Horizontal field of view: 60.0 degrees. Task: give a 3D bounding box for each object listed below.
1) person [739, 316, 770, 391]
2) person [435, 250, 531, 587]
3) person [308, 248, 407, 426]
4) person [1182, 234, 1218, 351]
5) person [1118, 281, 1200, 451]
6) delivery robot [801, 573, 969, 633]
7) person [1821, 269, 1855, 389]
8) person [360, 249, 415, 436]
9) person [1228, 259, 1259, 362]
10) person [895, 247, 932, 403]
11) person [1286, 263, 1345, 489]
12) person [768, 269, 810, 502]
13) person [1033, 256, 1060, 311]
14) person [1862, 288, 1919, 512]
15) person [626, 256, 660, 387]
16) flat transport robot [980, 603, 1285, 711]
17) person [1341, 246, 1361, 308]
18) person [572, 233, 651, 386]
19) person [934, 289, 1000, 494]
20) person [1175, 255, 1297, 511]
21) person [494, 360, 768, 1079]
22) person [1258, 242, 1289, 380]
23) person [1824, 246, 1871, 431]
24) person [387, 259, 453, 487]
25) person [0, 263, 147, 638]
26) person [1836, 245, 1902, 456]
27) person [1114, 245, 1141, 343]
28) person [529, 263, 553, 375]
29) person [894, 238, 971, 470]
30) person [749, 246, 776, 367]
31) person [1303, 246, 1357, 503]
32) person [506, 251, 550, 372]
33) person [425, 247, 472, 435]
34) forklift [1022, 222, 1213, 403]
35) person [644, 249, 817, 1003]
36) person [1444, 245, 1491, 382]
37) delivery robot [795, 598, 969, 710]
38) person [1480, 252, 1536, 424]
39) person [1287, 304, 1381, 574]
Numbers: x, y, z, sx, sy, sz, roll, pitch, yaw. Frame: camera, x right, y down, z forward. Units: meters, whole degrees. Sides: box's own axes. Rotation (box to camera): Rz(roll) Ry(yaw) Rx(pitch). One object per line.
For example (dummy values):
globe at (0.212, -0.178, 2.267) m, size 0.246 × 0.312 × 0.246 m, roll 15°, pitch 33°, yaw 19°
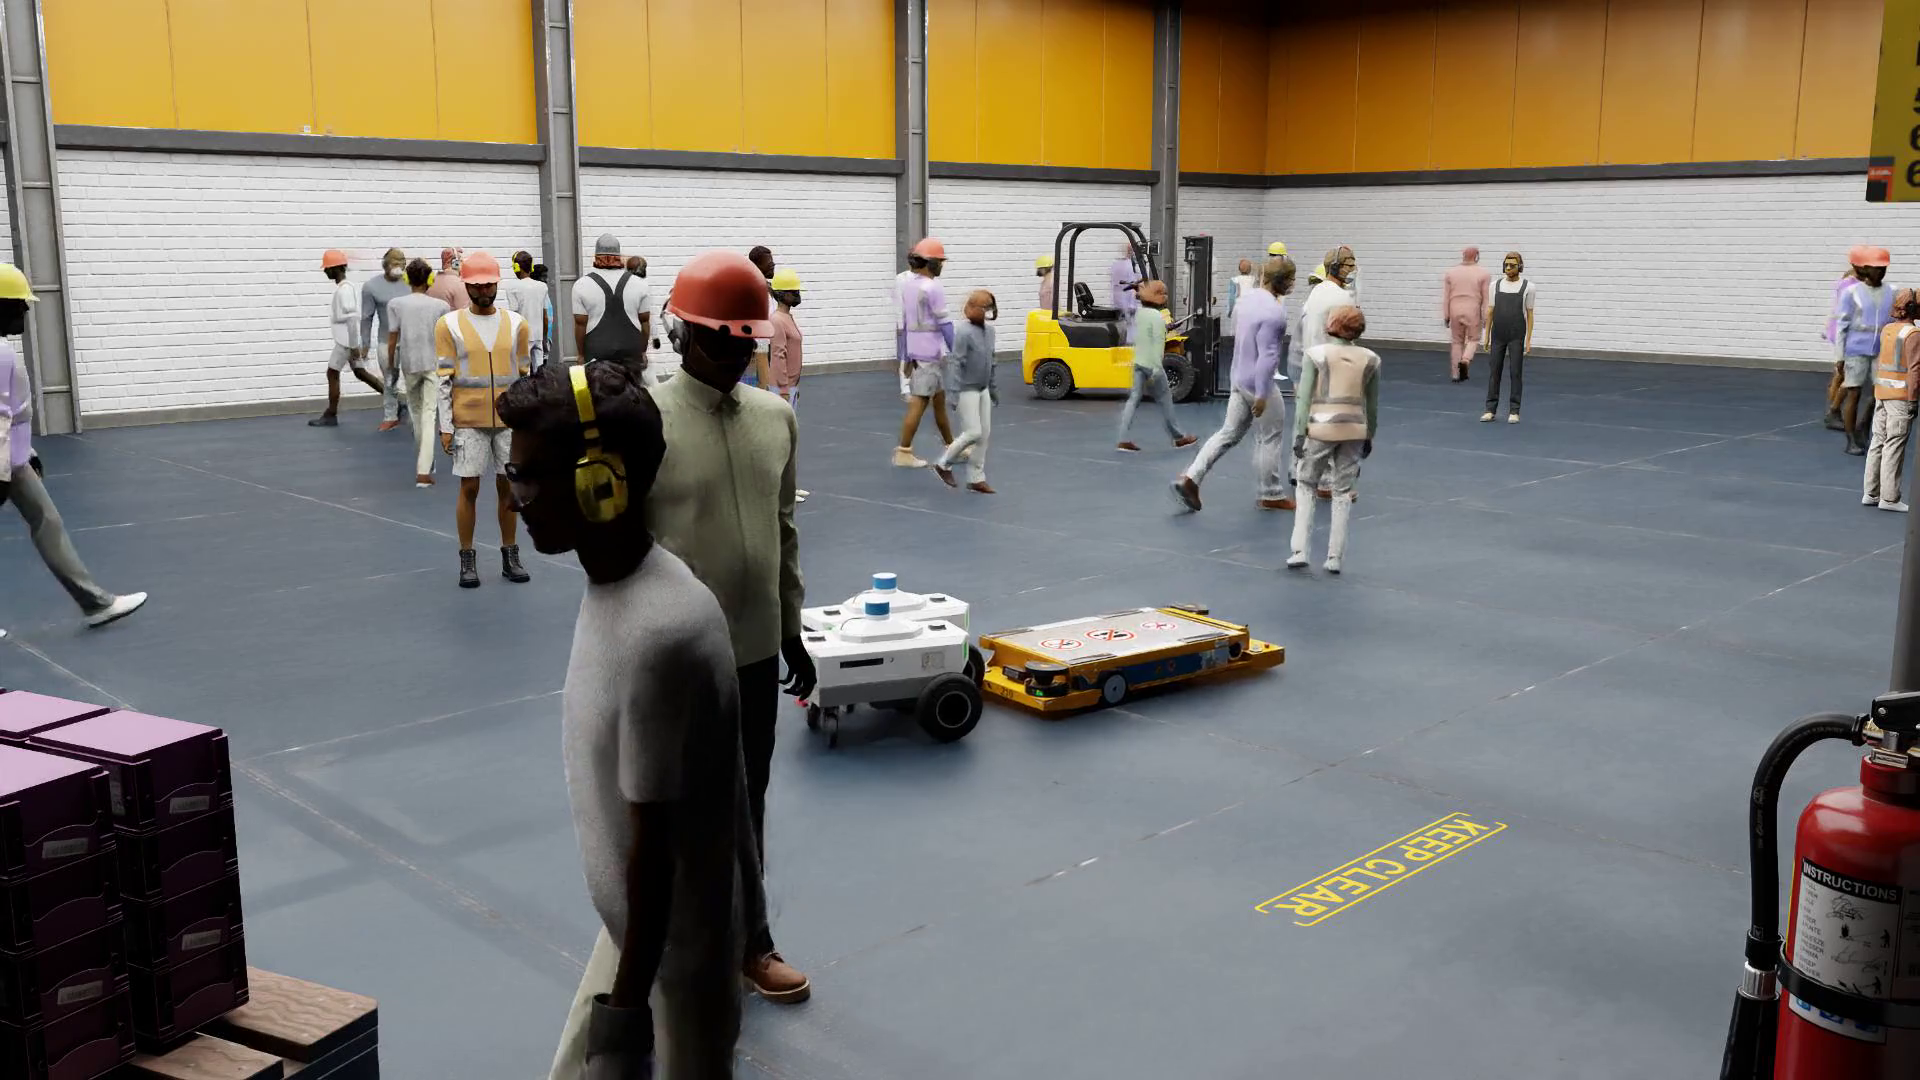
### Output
person at (-1.479, -0.942, 11.272) m, size 0.604 × 1.816 × 0.789 m, roll 3°, pitch 11°, yaw 18°
person at (-2.724, -0.694, 9.610) m, size 0.551 × 1.934 × 0.373 m, roll -6°, pitch 12°, yaw -29°
person at (-6.443, -2.152, 17.704) m, size 0.966 × 1.898 × 0.556 m, roll -3°, pitch 11°, yaw -17°
person at (4.177, -4.295, 28.957) m, size 0.607 × 2.045 × 0.390 m, roll 4°, pitch 11°, yaw 19°
person at (1.846, -1.624, 15.601) m, size 0.838 × 1.588 × 0.514 m, roll -5°, pitch 11°, yaw -23°
delivery robot at (-0.326, 0.388, 7.227) m, size 0.707 × 0.478 × 0.477 m, roll -6°, pitch 12°, yaw -29°
person at (11.477, -2.702, 21.496) m, size 0.515 × 1.593 × 0.842 m, roll -1°, pitch 10°, yaw -4°
person at (-5.698, -1.995, 16.853) m, size 0.720 × 1.872 × 1.001 m, roll -3°, pitch 11°, yaw -16°
person at (4.537, -3.651, 26.550) m, size 0.522 × 1.638 × 0.311 m, roll -2°, pitch 11°, yaw -8°
person at (-0.534, -2.617, 20.244) m, size 0.587 × 1.882 × 0.341 m, roll -10°, pitch 14°, yaw -43°
person at (2.828, -1.305, 13.297) m, size 0.430 × 1.812 × 0.670 m, roll 2°, pitch 11°, yaw 12°
person at (-1.317, -1.175, 12.704) m, size 0.310 × 1.769 × 0.525 m, roll 0°, pitch 10°, yaw 2°
person at (1.206, -3.000, 22.830) m, size 0.435 × 1.703 × 0.533 m, roll -3°, pitch 11°, yaw -16°
person at (6.909, -1.030, 12.255) m, size 0.311 × 1.638 × 0.523 m, roll 1°, pitch 10°, yaw 4°
person at (-3.753, -2.405, 19.391) m, size 1.015 × 1.779 × 0.649 m, roll -9°, pitch 14°, yaw -40°
flat transport robot at (0.743, 0.512, 7.579) m, size 1.431 × 0.197 × 0.652 m, roll -7°, pitch 13°, yaw -35°
person at (6.382, -3.960, 27.692) m, size 0.586 × 1.849 × 0.939 m, roll 1°, pitch 10°, yaw 5°
person at (-3.111, -1.699, 14.808) m, size 0.684 × 2.000 × 0.538 m, roll -4°, pitch 11°, yaw -22°
person at (0.078, -1.156, 13.000) m, size 0.432 × 1.611 × 0.542 m, roll 7°, pitch 12°, yaw 33°
person at (2.047, -1.115, 12.062) m, size 0.931 × 1.894 × 0.711 m, roll -2°, pitch 11°, yaw -12°
person at (-0.495, 0.646, 2.569) m, size 0.562 × 1.837 × 0.552 m, roll -6°, pitch 12°, yaw -29°
person at (4.402, -3.214, 23.381) m, size 0.388 × 1.926 × 0.590 m, roll -4°, pitch 11°, yaw -20°
person at (9.155, -2.051, 17.088) m, size 0.438 × 1.908 × 0.653 m, roll 10°, pitch 14°, yaw 43°
person at (-4.383, -1.378, 13.674) m, size 0.562 × 1.810 × 0.963 m, roll -1°, pitch 10°, yaw -6°
person at (-4.712, -0.434, 8.342) m, size 0.969 × 1.874 × 0.614 m, roll -9°, pitch 14°, yaw -42°
person at (8.332, -1.726, 15.259) m, size 0.572 × 1.923 × 0.401 m, roll 1°, pitch 10°, yaw 7°
person at (2.747, -3.856, 27.088) m, size 0.681 × 1.869 × 0.645 m, roll -5°, pitch 11°, yaw -25°
person at (-4.885, -2.353, 19.316) m, size 0.318 × 1.697 × 0.533 m, roll 1°, pitch 10°, yaw 5°
person at (-0.205, -1.614, 14.476) m, size 0.909 × 1.999 × 0.617 m, roll -4°, pitch 11°, yaw -22°
person at (-1.909, -1.837, 15.887) m, size 0.392 × 1.922 × 0.590 m, roll 1°, pitch 10°, yaw 7°
person at (2.819, -1.258, 12.690) m, size 0.379 × 1.937 × 0.629 m, roll -1°, pitch 10°, yaw -7°
person at (-4.438, -2.022, 17.060) m, size 0.329 × 1.864 × 0.508 m, roll 8°, pitch 13°, yaw 37°
person at (-5.077, -1.988, 16.758) m, size 0.652 × 1.904 × 0.403 m, roll 9°, pitch 14°, yaw 41°
forklift at (1.935, -2.847, 20.651) m, size 2.313 × 2.155 × 1.214 m, roll 2°, pitch 11°, yaw 13°
person at (-0.623, 0.265, 4.247) m, size 0.611 × 1.986 × 0.393 m, roll -10°, pitch 14°, yaw -44°
person at (6.956, -3.100, 22.880) m, size 0.660 × 1.889 × 0.535 m, roll 7°, pitch 13°, yaw 34°
delivery robot at (-0.336, 0.477, 6.737) m, size 0.707 × 0.478 × 0.477 m, roll -4°, pitch 11°, yaw -22°
person at (5.919, -2.179, 17.960) m, size 0.507 × 1.847 × 0.343 m, roll 6°, pitch 12°, yaw 31°
person at (2.274, -0.610, 10.029) m, size 0.548 × 1.605 × 0.431 m, roll -1°, pitch 10°, yaw -6°
